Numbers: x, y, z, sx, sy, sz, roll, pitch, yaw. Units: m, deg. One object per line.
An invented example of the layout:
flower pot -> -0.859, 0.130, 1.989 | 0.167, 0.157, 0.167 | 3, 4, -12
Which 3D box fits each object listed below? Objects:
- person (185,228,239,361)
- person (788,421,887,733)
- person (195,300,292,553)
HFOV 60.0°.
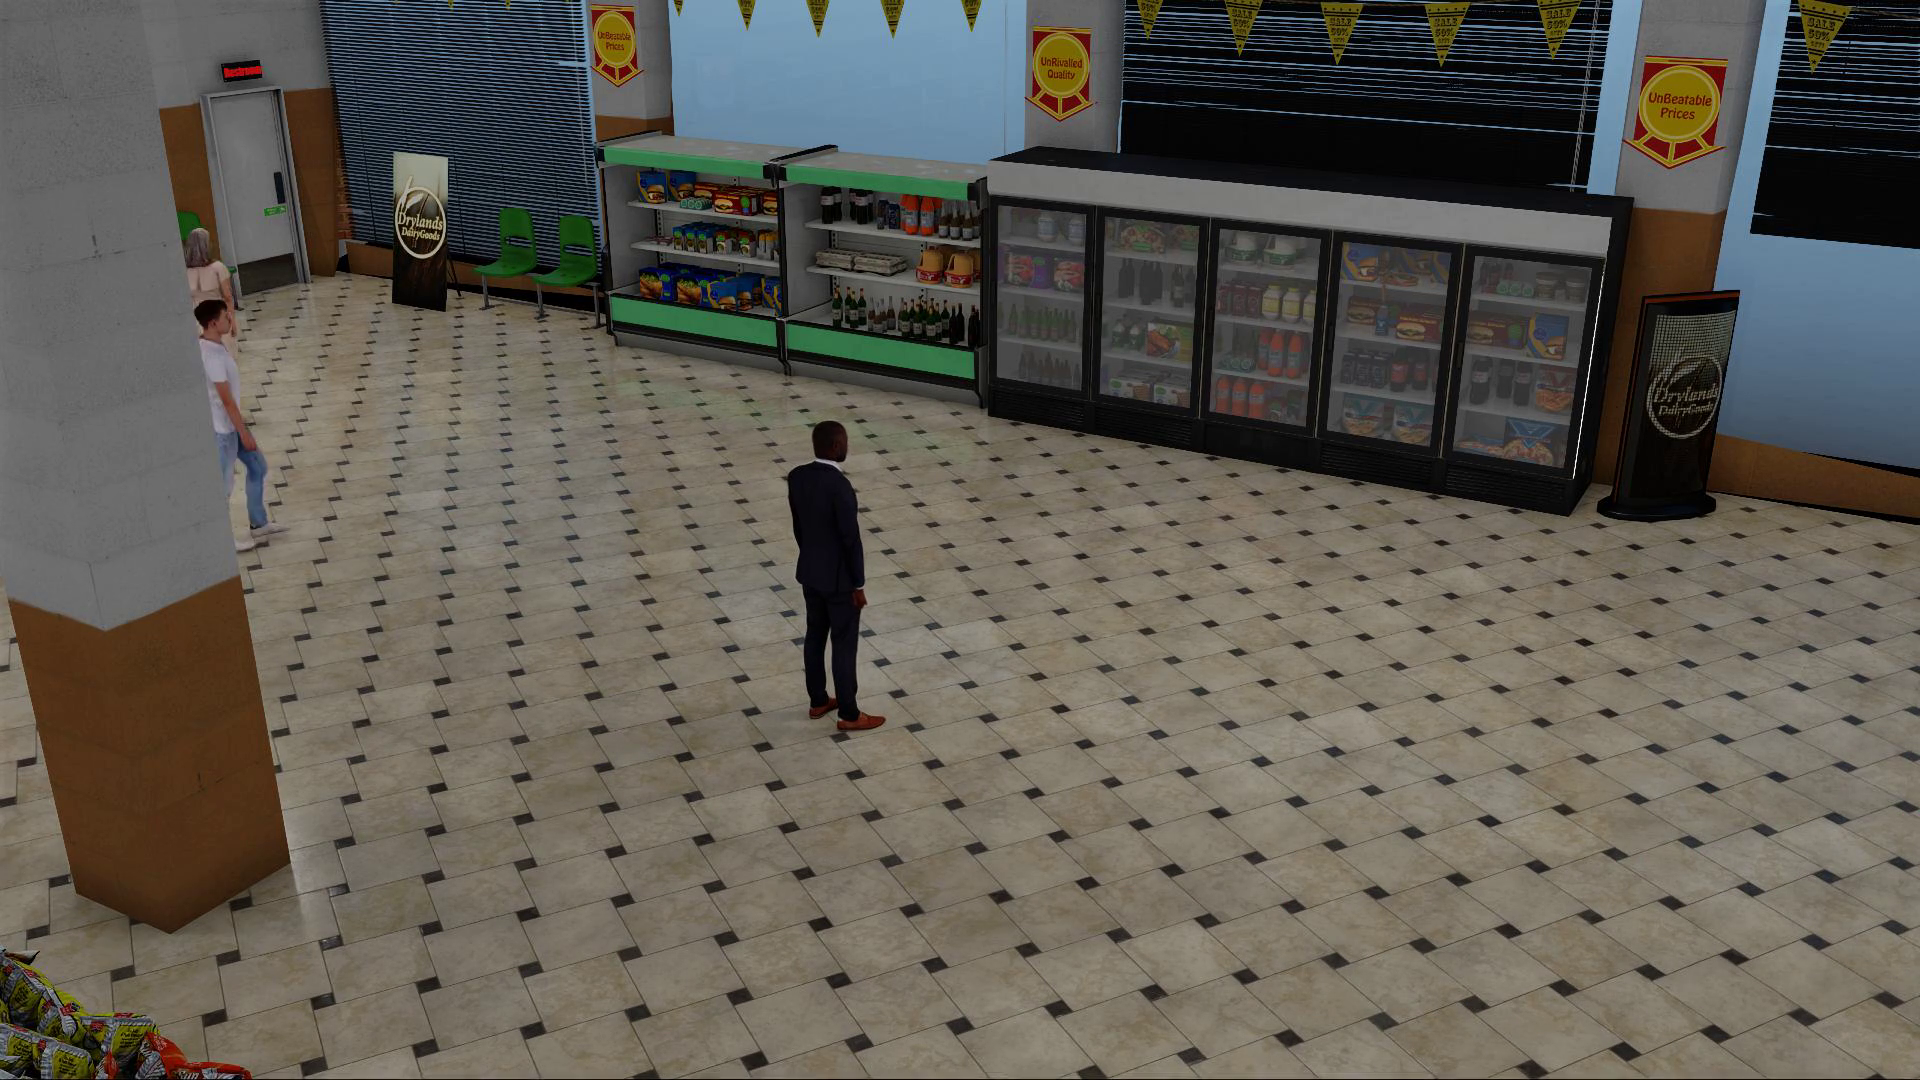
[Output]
person -> -6.586, -1.836, 14.572 | 0.967, 1.721, 0.935 | 0, 22, 0
person -> -0.724, 0.203, 9.361 | 0.821, 1.823, 0.662 | -18, 28, -38
person -> -5.304, -0.770, 11.771 | 0.941, 1.832, 0.885 | -8, 23, -20
